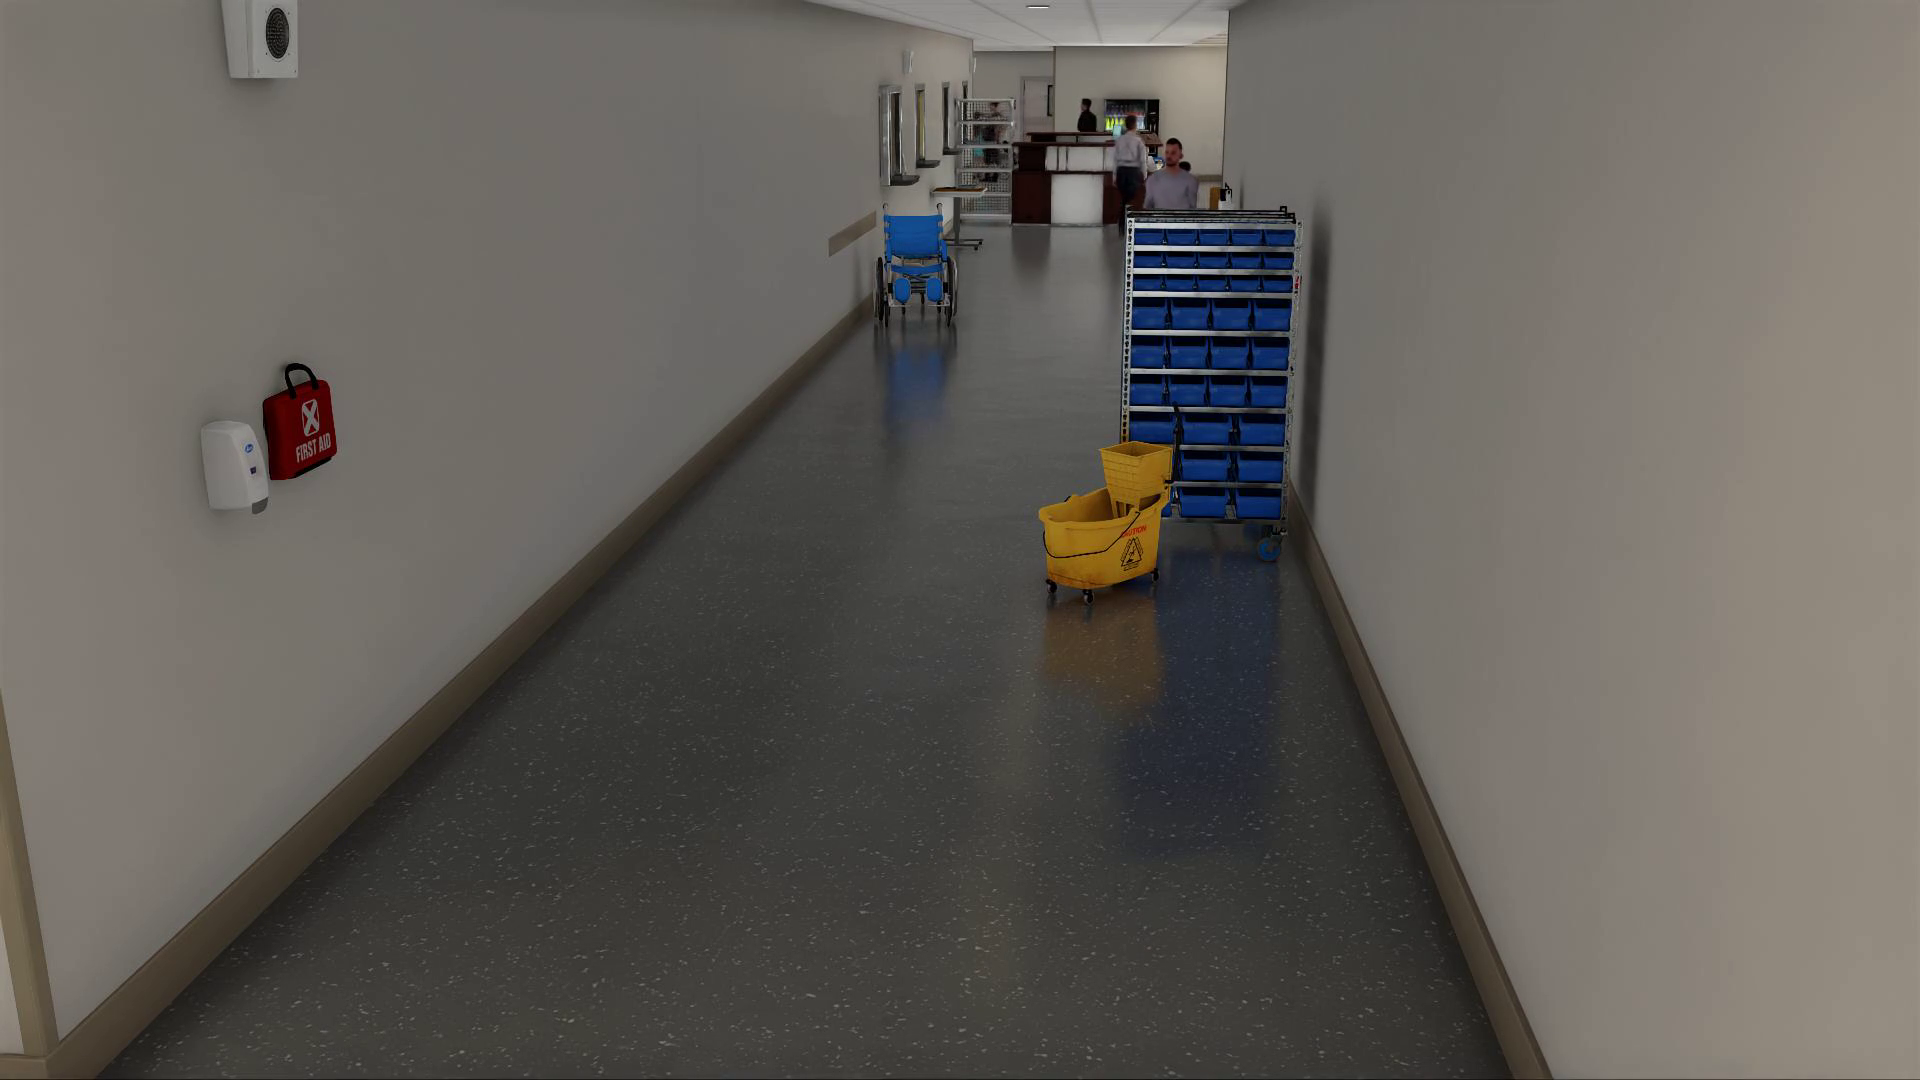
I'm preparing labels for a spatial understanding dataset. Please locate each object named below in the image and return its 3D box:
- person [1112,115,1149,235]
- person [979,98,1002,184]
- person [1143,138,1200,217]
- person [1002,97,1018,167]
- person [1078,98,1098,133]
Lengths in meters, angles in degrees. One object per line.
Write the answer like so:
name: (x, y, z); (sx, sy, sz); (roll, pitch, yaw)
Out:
person: (2.519, -5.449, 25.046); (1.219, 1.772, 1.003); (7, 17, 24)
person: (0.733, -8.999, 37.498); (0.793, 1.847, 0.753); (-11, 19, -33)
person: (2.035, -2.914, 15.993); (1.235, 1.805, 1.079); (9, 18, 29)
person: (1.360, -10.277, 42.120); (0.818, 1.800, 0.772); (-9, 18, -30)
person: (2.671, -8.139, 34.361); (1.161, 1.894, 1.038); (13, 20, 38)
